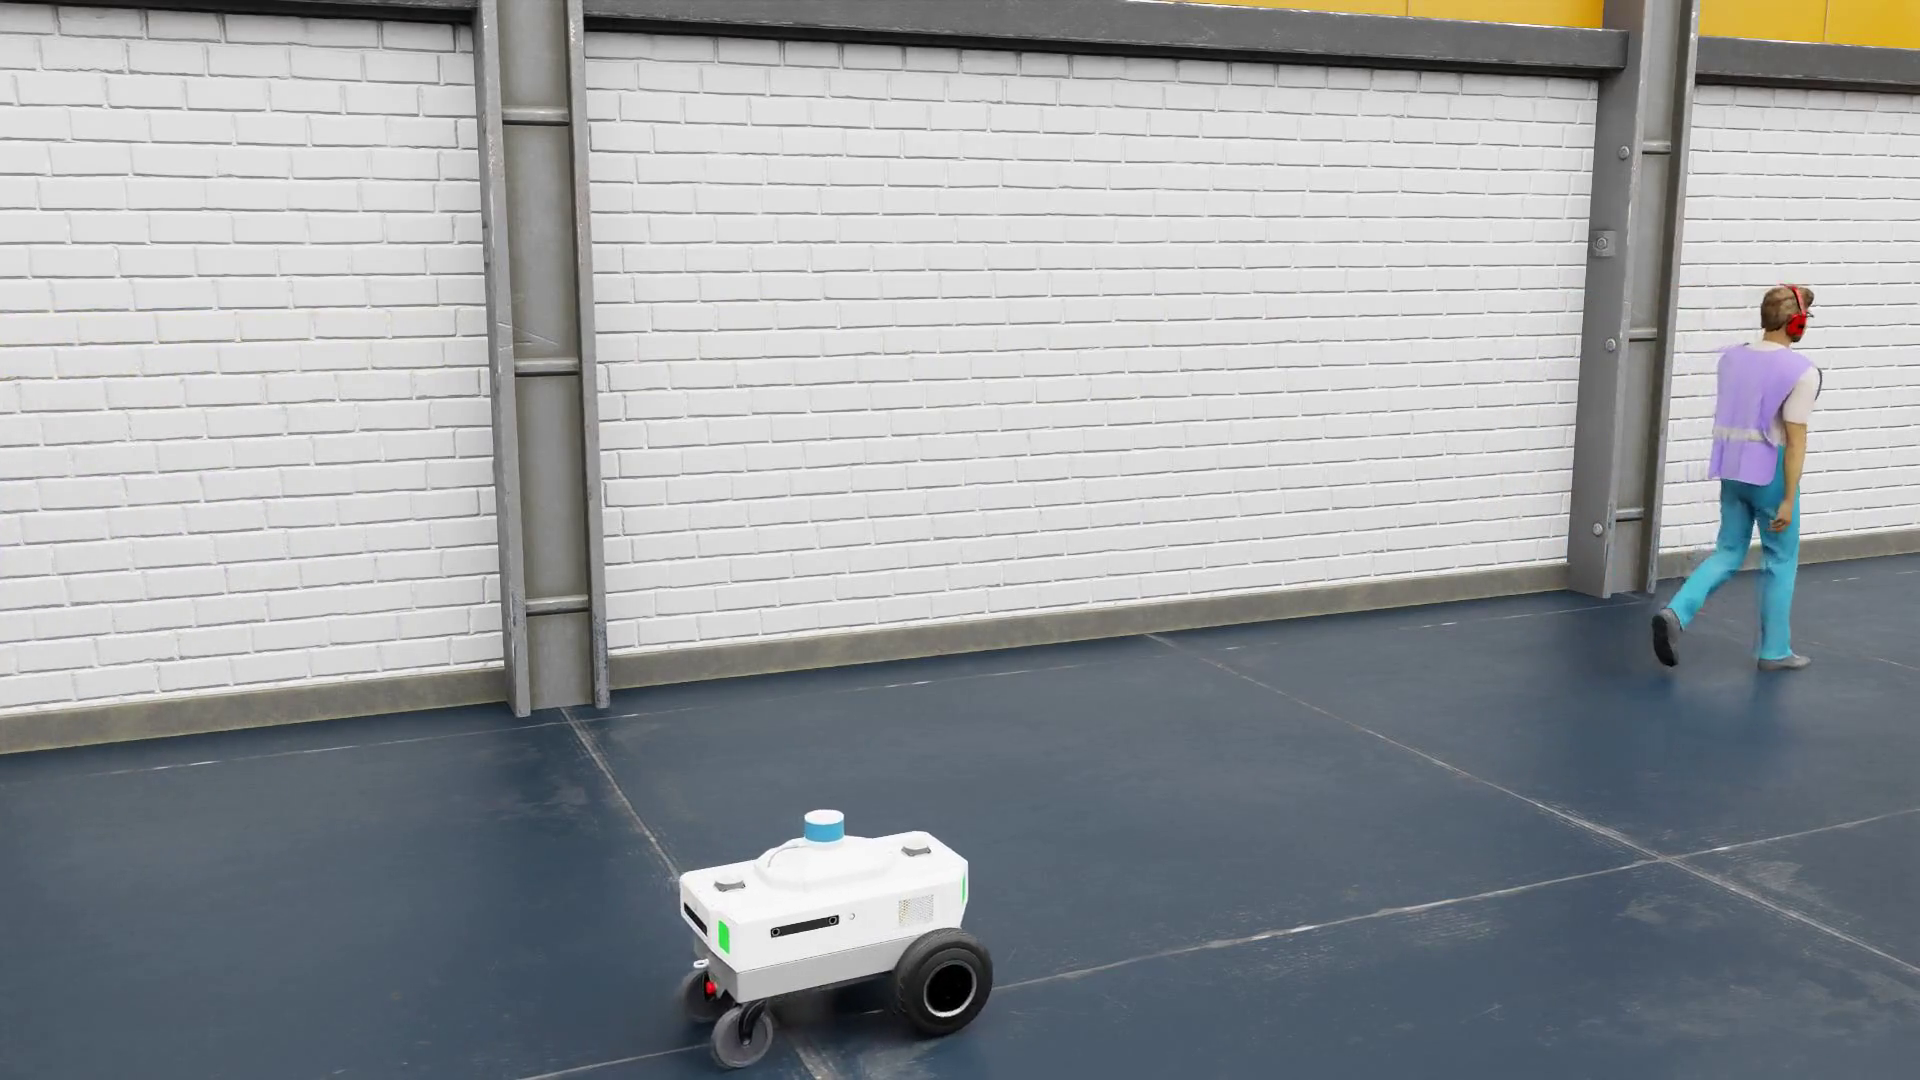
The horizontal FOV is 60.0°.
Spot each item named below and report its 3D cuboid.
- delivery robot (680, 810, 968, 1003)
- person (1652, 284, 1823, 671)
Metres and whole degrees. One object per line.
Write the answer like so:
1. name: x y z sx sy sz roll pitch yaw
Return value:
1. delivery robot: -0.347 0.938 4.272 0.707 0.478 0.477 -5 12 -27
2. person: 3.634 -0.265 7.673 0.768 1.820 0.577 -4 11 -22
